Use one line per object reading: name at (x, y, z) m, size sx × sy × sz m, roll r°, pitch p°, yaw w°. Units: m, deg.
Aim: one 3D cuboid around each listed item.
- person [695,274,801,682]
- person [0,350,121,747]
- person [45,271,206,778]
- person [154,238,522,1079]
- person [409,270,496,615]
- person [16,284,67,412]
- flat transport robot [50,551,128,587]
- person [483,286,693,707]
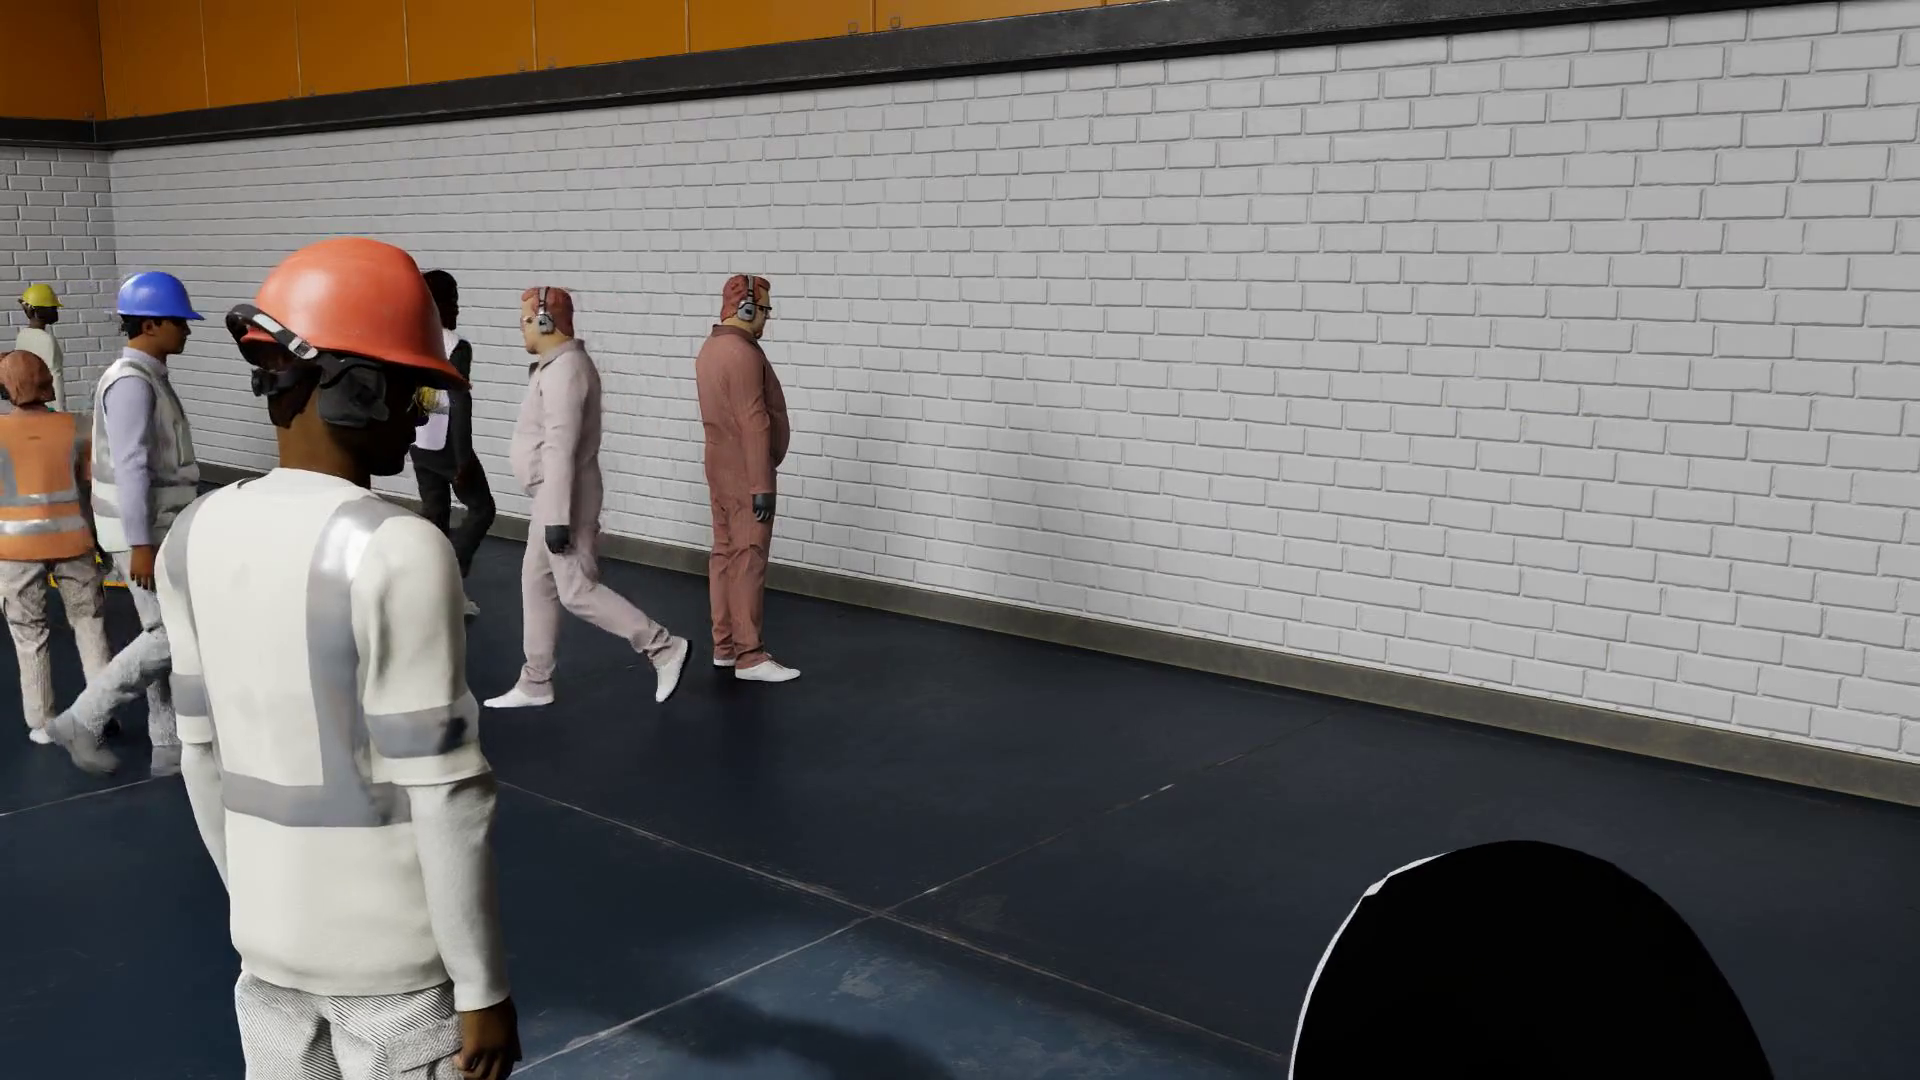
person at (-0.999, -0.289, 7.829) m, size 0.407 × 1.902 × 0.638 m, roll -5°, pitch 11°, yaw -25°
person at (-3.685, 0.048, 6.689) m, size 0.530 × 1.625 × 0.425 m, roll -9°, pitch 13°, yaw -40°
person at (-3.076, -0.028, 6.229) m, size 0.567 × 1.937 × 0.639 m, roll -3°, pitch 10°, yaw -17°
person at (-0.886, 0.579, 2.506) m, size 0.605 × 2.034 × 0.392 m, roll 6°, pitch 12°, yaw 32°
person at (-2.824, -0.507, 9.057) m, size 0.604 × 1.904 × 0.446 m, roll 6°, pitch 12°, yaw 32°
person at (-6.546, -0.944, 11.934) m, size 0.529 × 1.767 × 0.329 m, roll 8°, pitch 13°, yaw 38°
flat transport robot at (-4.580, 0.155, 9.933) m, size 1.431 × 0.197 × 0.652 m, roll 2°, pitch 10°, yaw 11°
person at (-1.649, -0.168, 7.273) m, size 0.846 × 1.876 × 0.648 m, roll -2°, pitch 10°, yaw -11°
